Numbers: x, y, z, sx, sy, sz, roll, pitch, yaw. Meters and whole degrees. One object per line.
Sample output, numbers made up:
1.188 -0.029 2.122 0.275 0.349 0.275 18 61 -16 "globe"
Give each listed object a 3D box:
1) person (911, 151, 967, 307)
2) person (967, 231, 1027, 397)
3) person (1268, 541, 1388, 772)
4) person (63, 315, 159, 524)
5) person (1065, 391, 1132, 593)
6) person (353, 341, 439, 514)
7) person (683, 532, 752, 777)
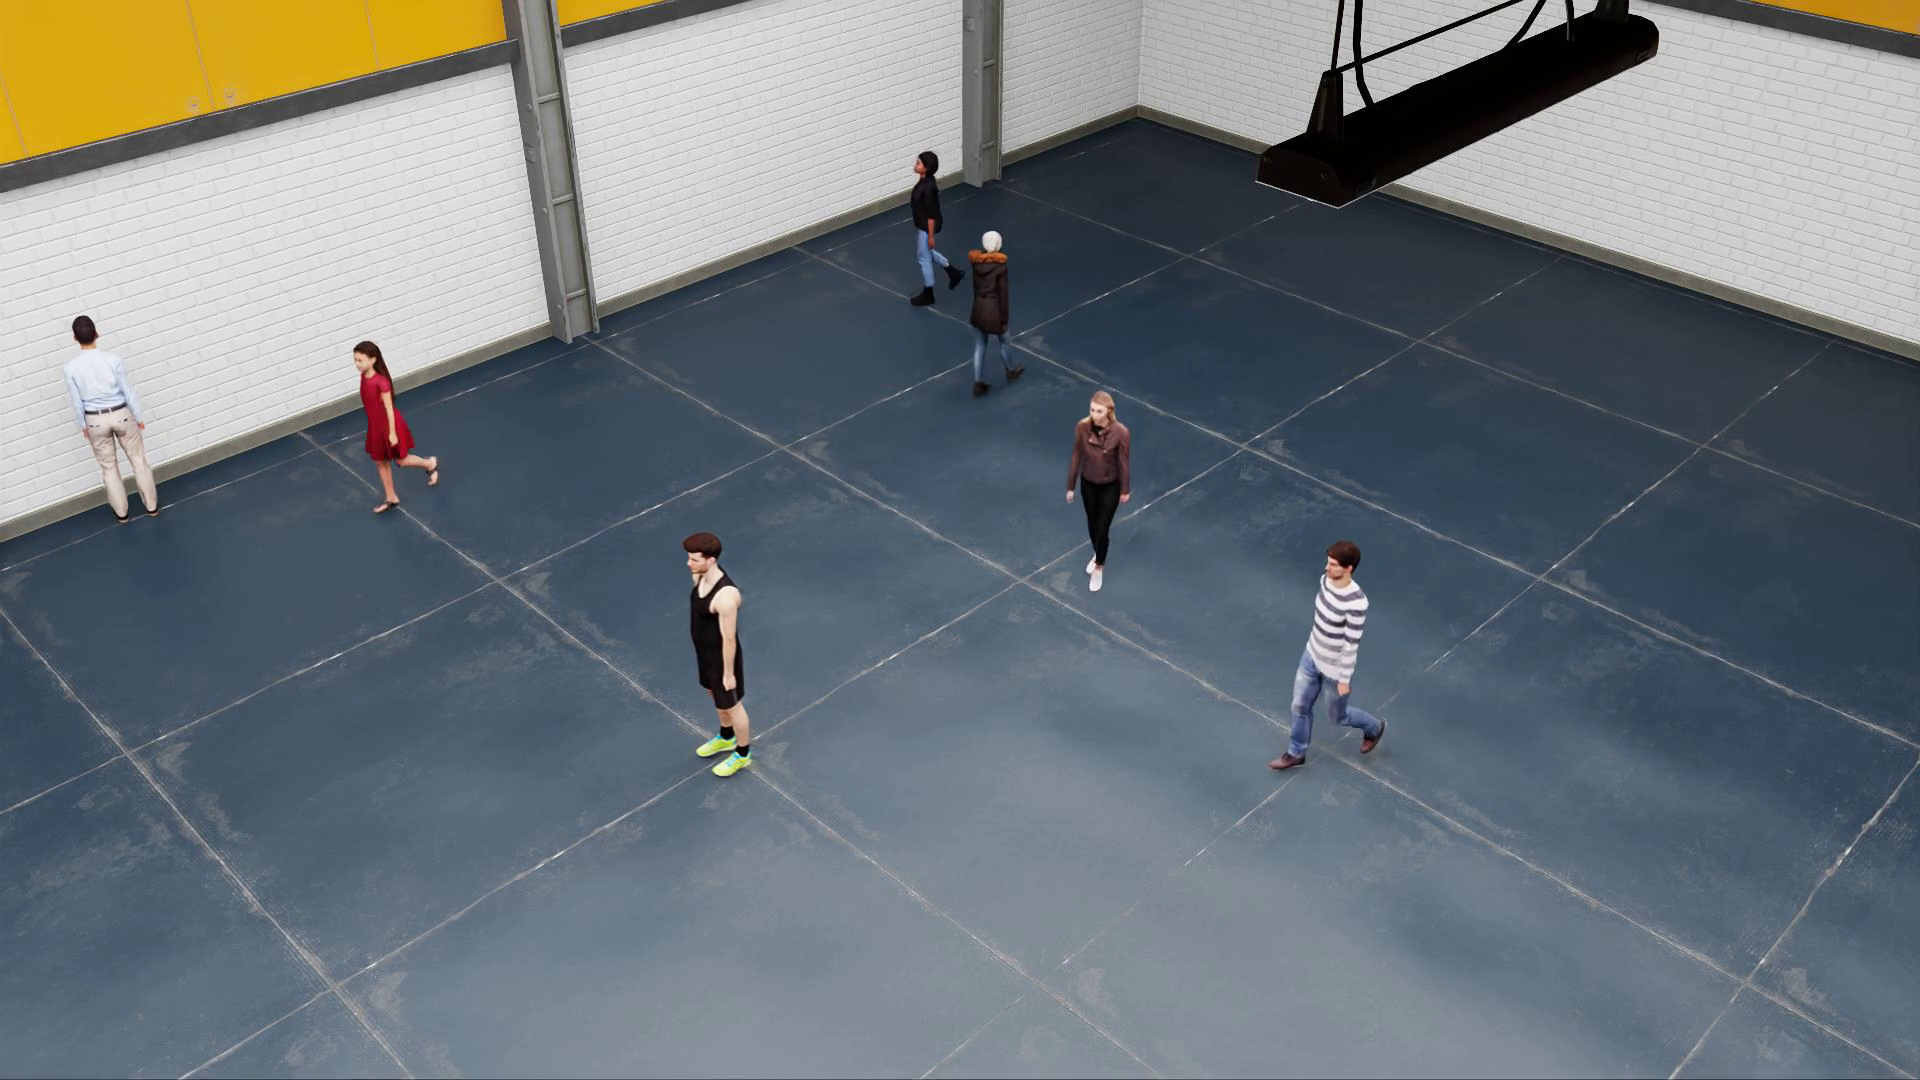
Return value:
-0.248 -3.235 17.317 0.924 1.676 0.839 -3 34 -5 "person"
0.241 -2.103 15.672 0.717 1.611 0.939 24 40 31 "person"
2.561 0.798 11.114 1.177 1.826 0.929 -12 35 -18 "person"
-7.047 -0.992 13.786 0.647 1.849 0.773 -16 37 -23 "person"
1.139 -0.464 13.140 0.767 1.685 0.850 14 36 21 "person"
-4.804 -0.997 14.074 0.654 1.538 0.942 21 39 29 "person"
-1.618 0.737 11.148 0.664 1.889 0.716 -18 38 -25 "person"
